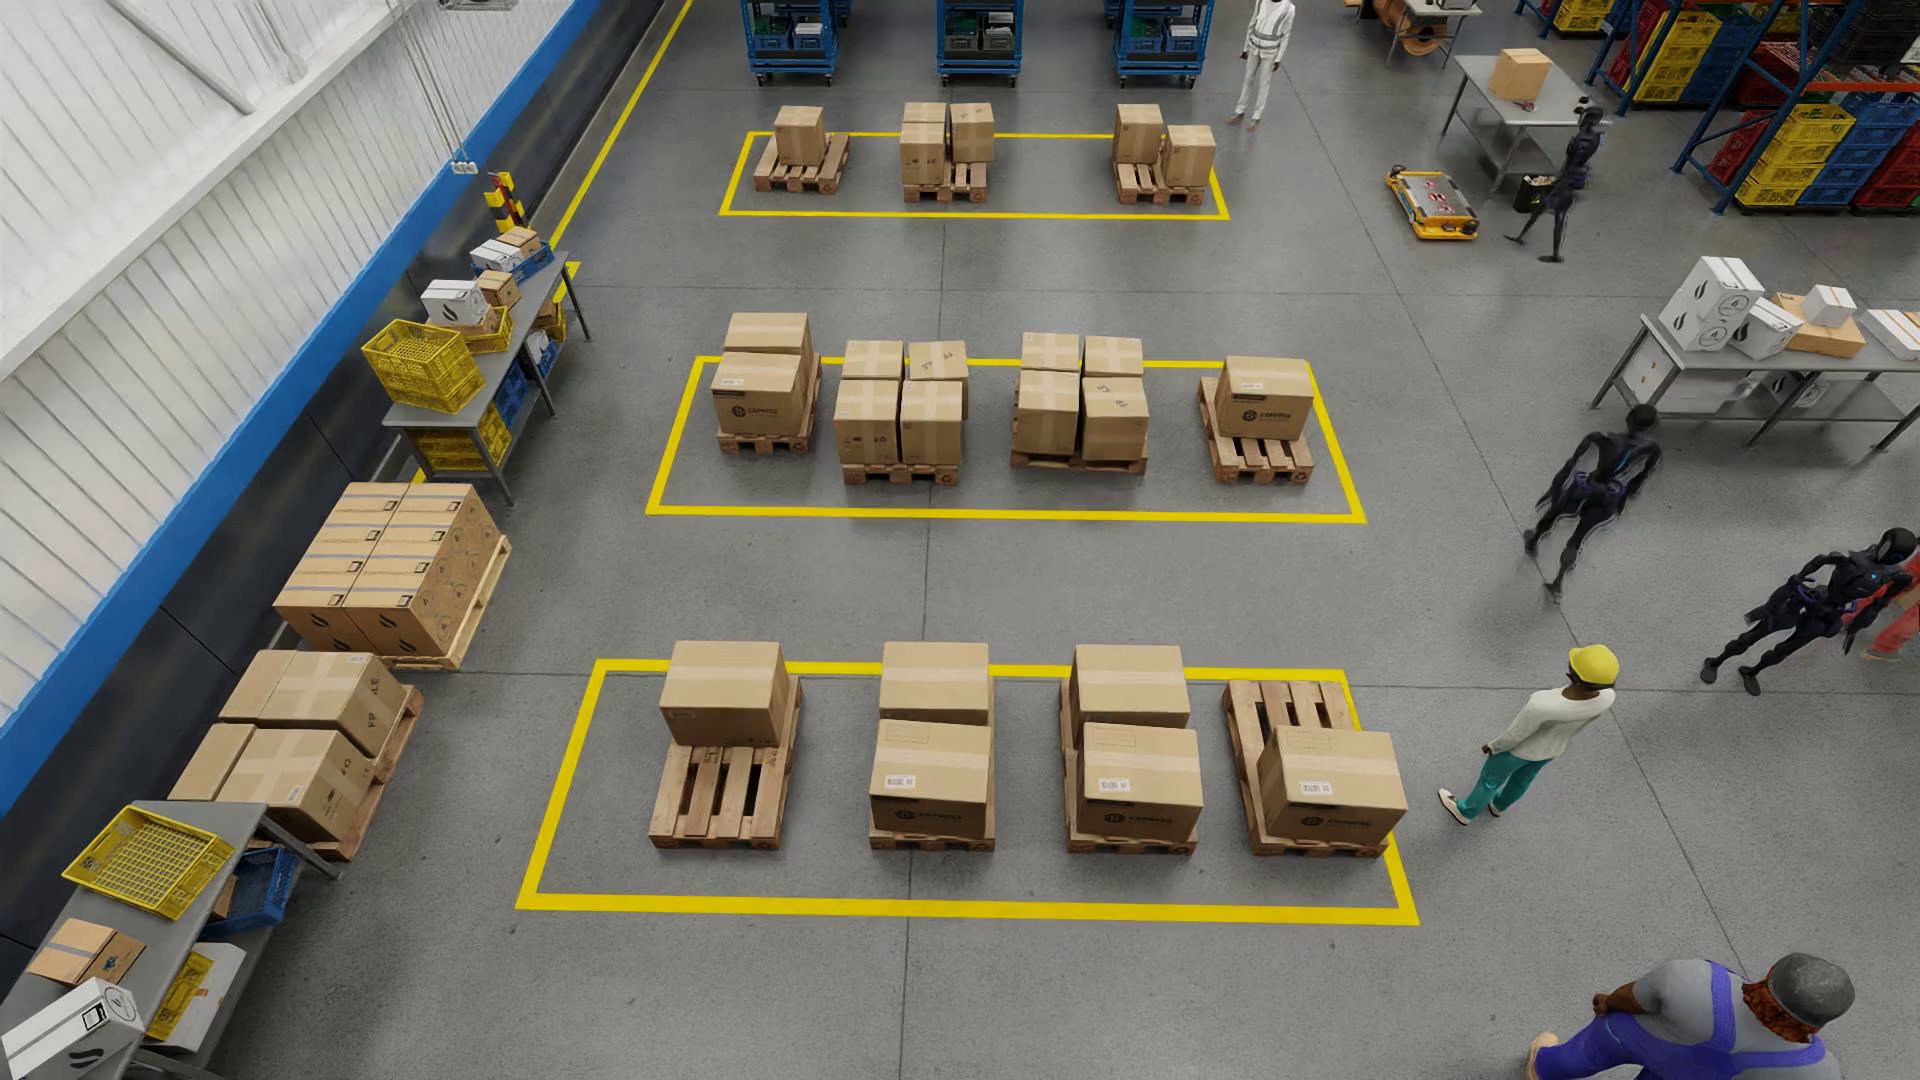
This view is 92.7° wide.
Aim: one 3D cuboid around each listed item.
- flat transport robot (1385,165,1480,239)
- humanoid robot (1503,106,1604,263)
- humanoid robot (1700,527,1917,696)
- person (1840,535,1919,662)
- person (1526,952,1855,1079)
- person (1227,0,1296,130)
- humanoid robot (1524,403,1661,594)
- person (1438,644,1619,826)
[{"bbox_3d":[5.692,-4.094,11.059,0.652,0.197,1.431,1,49,1],"label":"flat transport robot"},{"bbox_3d":[6.579,-3.863,9.970,0.724,1.617,0.707,22,53,18],"label":"humanoid robot"},{"bbox_3d":[5.719,0.505,6.154,0.599,1.657,0.332,18,51,15],"label":"humanoid robot"},{"bbox_3d":[6.938,0.118,6.298,0.398,1.991,0.647,-8,50,-7],"label":"person"},{"bbox_3d":[3.409,2.342,4.335,0.687,2.000,0.540,35,58,26],"label":"person"},{"bbox_3d":[3.959,-6.374,11.983,0.573,1.882,0.355,36,58,27],"label":"person"},{"bbox_3d":[4.746,-0.309,6.894,0.593,1.628,0.711,16,51,13],"label":"humanoid robot"},{"bbox_3d":[3.420,1.190,5.512,0.531,1.766,0.323,-8,50,-7],"label":"person"}]
